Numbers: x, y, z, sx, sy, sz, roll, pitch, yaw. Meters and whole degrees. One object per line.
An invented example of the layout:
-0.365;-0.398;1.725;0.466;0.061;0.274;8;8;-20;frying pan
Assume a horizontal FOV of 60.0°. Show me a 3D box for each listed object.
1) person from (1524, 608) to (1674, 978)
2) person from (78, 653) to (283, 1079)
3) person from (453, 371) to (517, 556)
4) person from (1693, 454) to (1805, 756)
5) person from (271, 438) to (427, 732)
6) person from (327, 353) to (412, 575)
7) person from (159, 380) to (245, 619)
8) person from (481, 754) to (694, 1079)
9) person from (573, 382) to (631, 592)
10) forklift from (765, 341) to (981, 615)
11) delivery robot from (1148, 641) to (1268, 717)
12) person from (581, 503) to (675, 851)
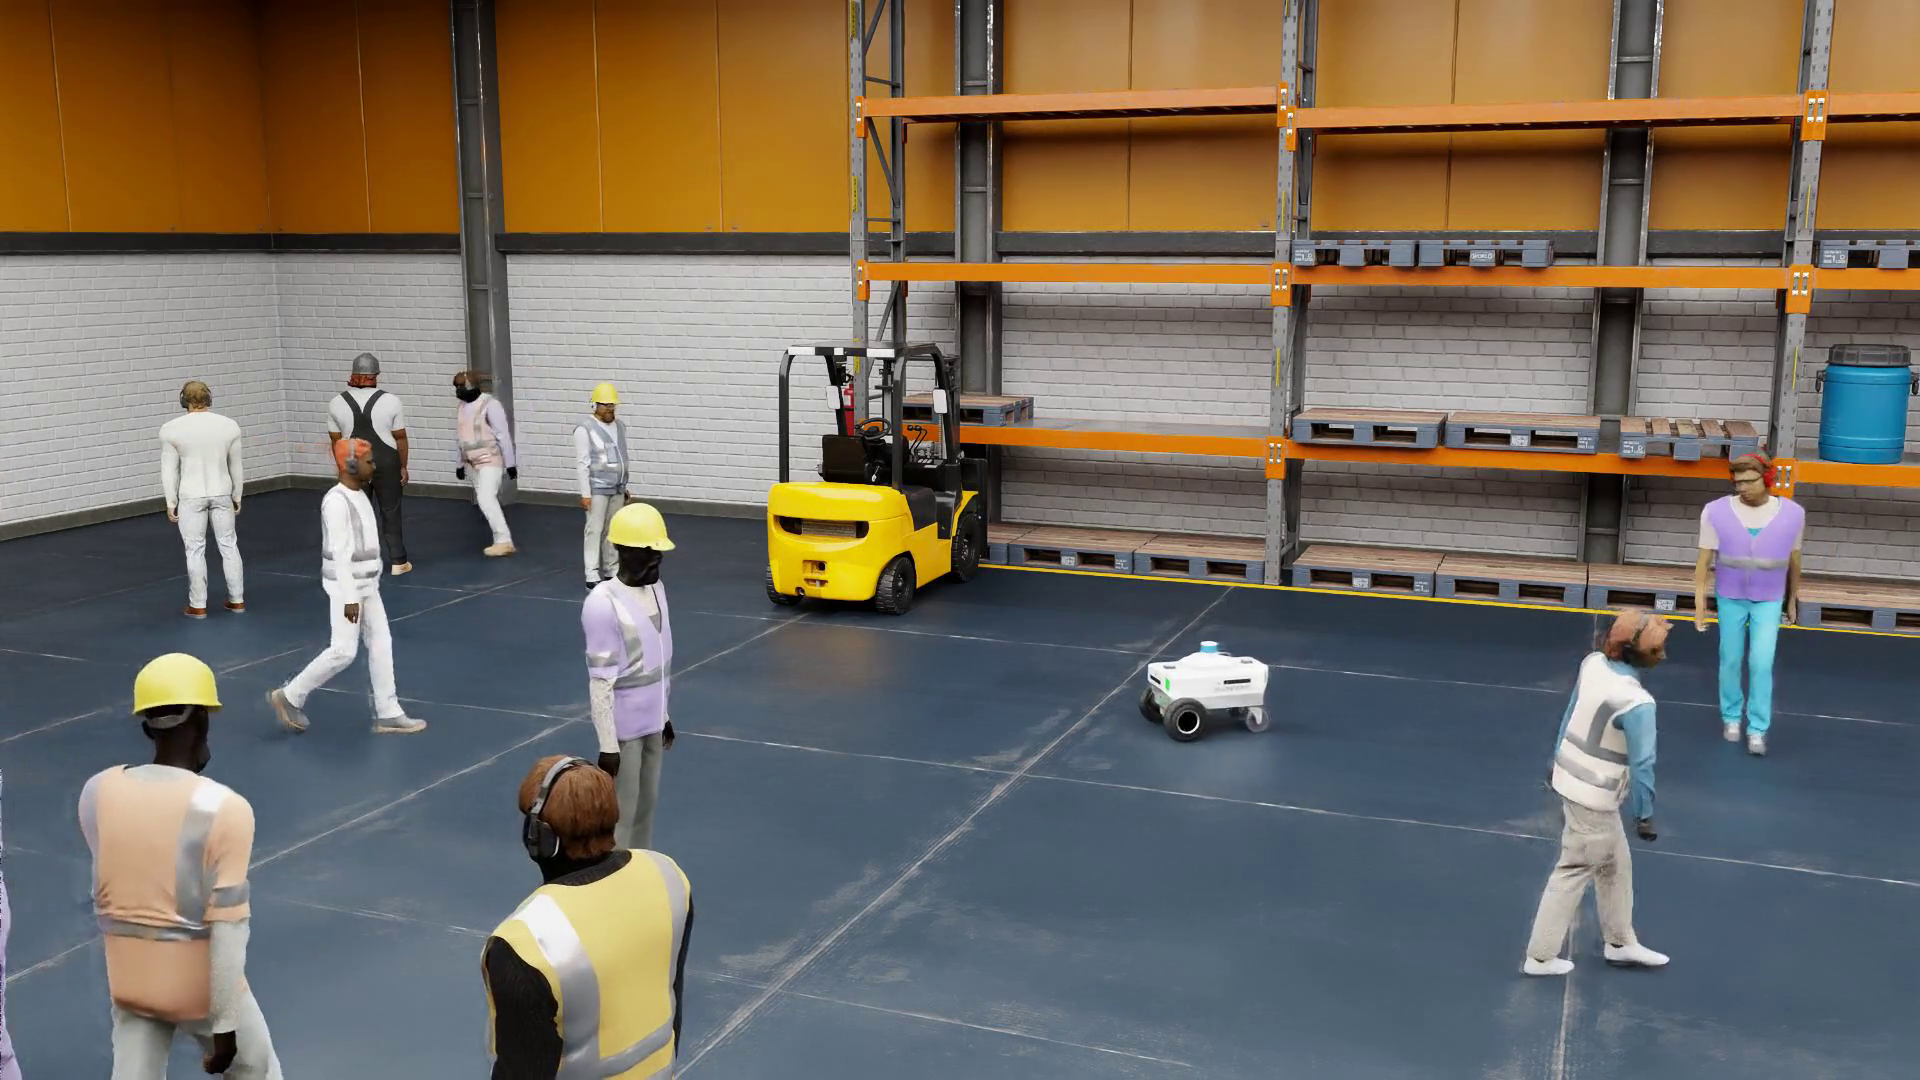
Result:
2.654;1.041;6.758;0.670;1.598;0.576;1;10;4;person
-2.252;1.260;4.799;0.585;1.865;0.954;2;10;12;person
-4.590;-0.736;16.087;0.646;1.804;0.510;10;14;43;person
4.682;0.373;9.905;0.581;1.799;0.757;4;11;23;person
-3.790;0.299;10.190;0.838;1.860;0.583;0;10;-1;person
-5.360;-0.692;15.177;0.684;2.000;0.538;-1;10;-6;person
-6.131;-0.333;13.504;0.623;1.930;0.370;-9;13;-40;person
-0.912;1.410;4.017;0.430;1.845;0.620;6;12;28;person
-3.075;-0.457;14.452;0.403;1.828;0.596;6;12;28;person
-0.739;-0.602;14.246;1.214;2.155;2.313;4;11;21;forklift
1.541;0.874;10.330;0.707;0.478;0.477;-3;11;-15;delivery robot
-1.402;0.787;7.257;0.387;1.922;0.594;3;11;15;person
